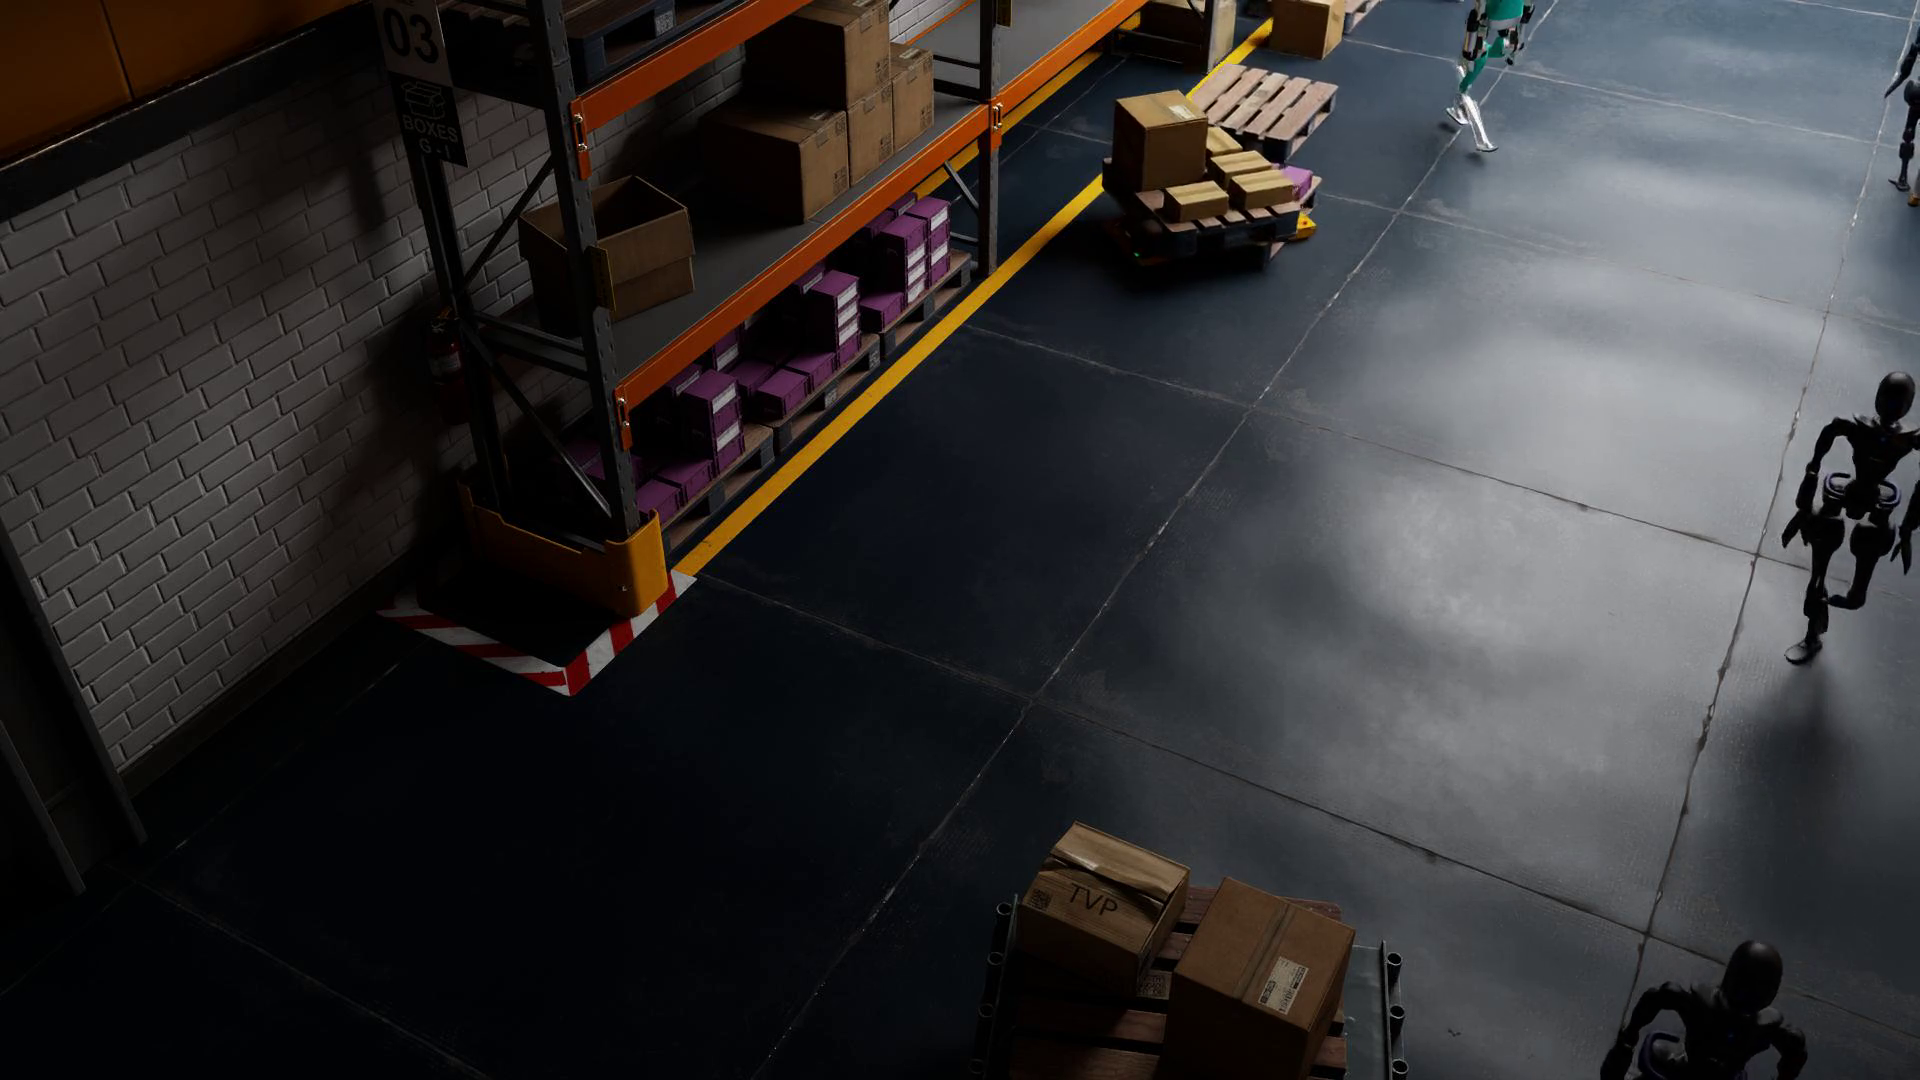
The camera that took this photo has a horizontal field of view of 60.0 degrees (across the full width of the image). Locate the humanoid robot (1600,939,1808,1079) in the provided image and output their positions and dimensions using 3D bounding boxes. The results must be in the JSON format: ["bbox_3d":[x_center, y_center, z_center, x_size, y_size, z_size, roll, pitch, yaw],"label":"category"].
[{"bbox_3d":[2.440,1.956,5.657,0.590,1.639,0.508,15,41,18],"label":"humanoid robot"}]

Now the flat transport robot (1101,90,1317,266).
[{"bbox_3d":[1.812,-2.326,12.127,1.431,0.231,0.659,-13,40,-15],"label":"flat transport robot"}]

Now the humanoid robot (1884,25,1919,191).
[{"bbox_3d":[7.262,-3.406,12.359,0.595,1.649,0.350,4,39,5],"label":"humanoid robot"}]

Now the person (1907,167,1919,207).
[{"bbox_3d":[7.352,-3.231,11.958,0.352,1.896,0.561,-25,45,-28],"label":"person"}]

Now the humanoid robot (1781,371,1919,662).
[{"bbox_3d":[4.456,-0.123,8.262,0.592,1.632,0.490,17,42,20],"label":"humanoid robot"}]

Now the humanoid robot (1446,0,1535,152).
[{"bbox_3d":[4.061,-3.926,12.981,0.551,1.749,1.046,-11,40,-13],"label":"humanoid robot"}]
